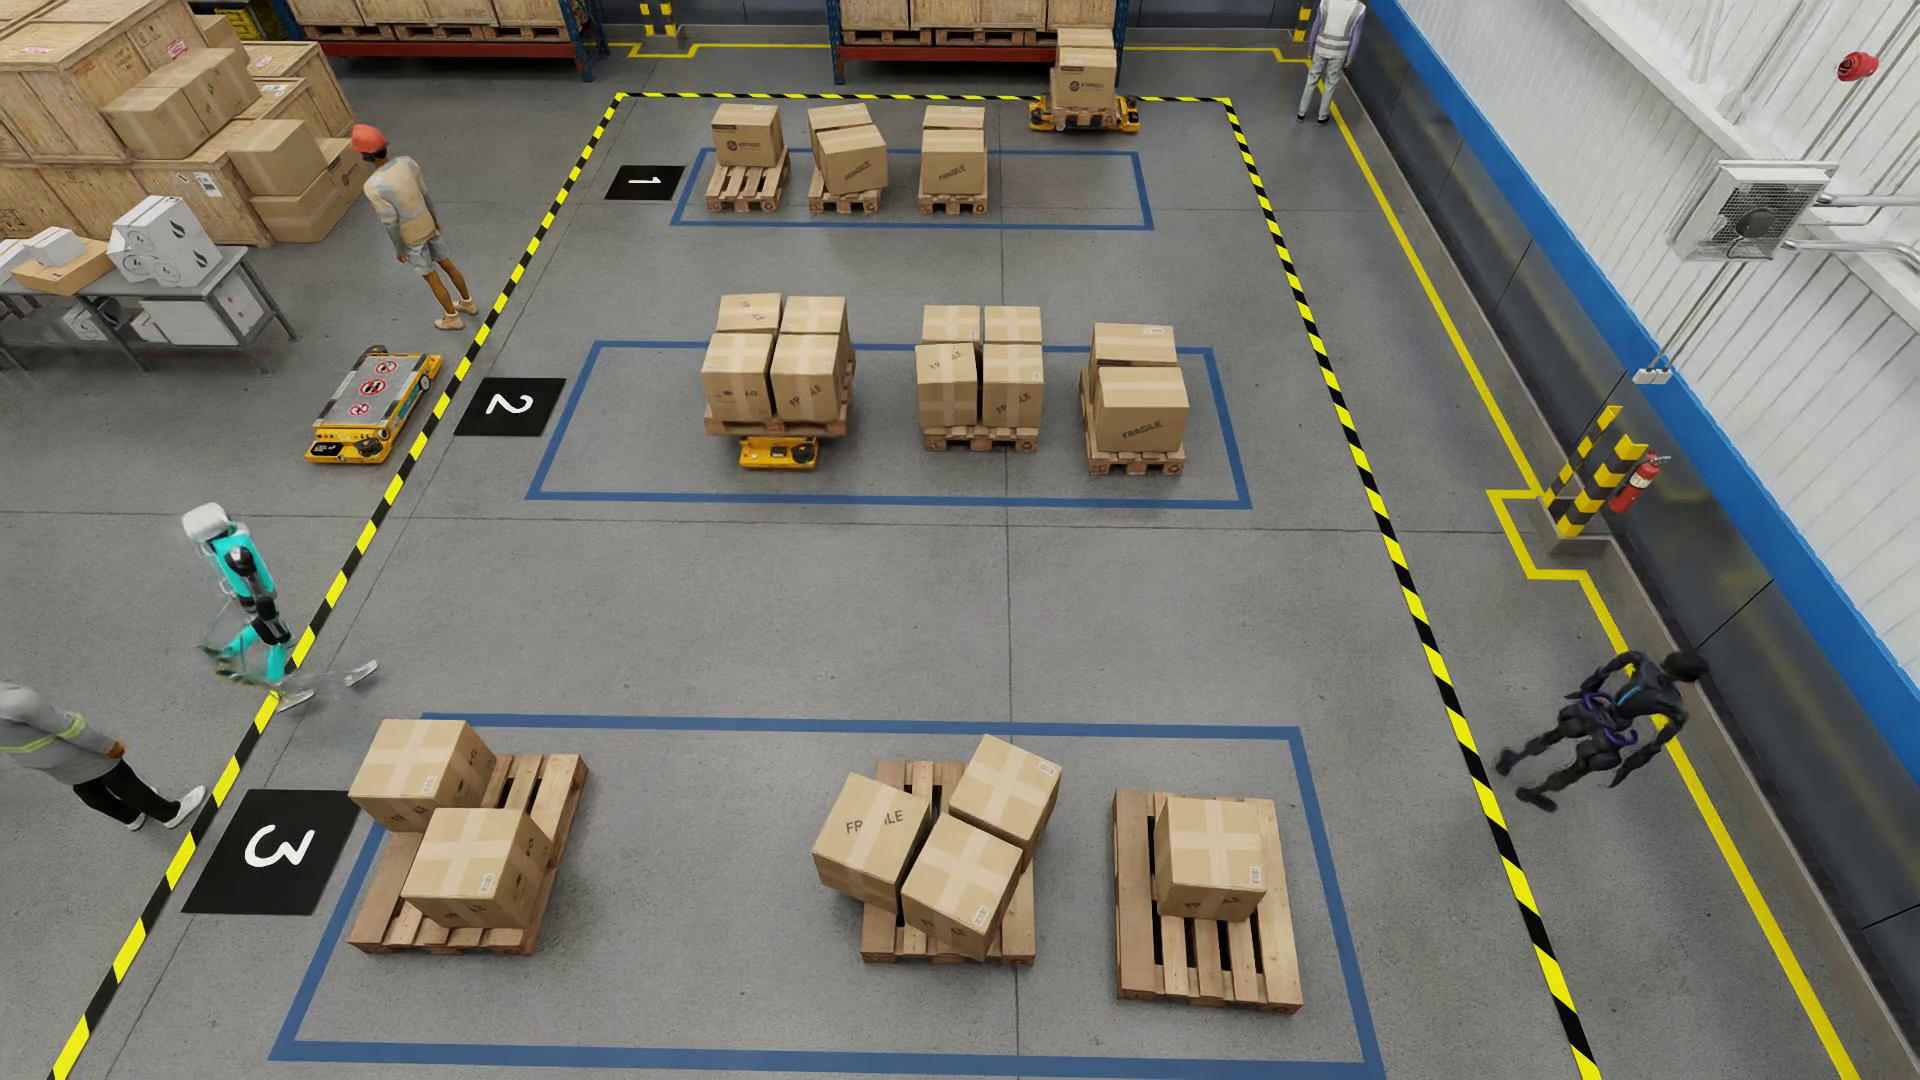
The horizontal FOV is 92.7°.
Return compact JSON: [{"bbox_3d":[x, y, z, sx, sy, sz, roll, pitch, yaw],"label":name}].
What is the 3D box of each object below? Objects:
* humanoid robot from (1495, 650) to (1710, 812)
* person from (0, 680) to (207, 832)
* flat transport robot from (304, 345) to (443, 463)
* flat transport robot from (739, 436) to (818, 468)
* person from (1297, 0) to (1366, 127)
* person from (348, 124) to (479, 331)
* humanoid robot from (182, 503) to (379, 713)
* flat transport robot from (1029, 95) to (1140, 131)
[{"bbox_3d":[3.805,1.129,5.485,0.388,1.643,0.601,-7,50,-6],"label":"humanoid robot"},{"bbox_3d":[-5.235,1.167,5.343,0.592,1.849,0.395,1,50,1],"label":"person"},{"bbox_3d":[-5.383,-1.269,8.441,0.659,0.231,1.431,1,50,1],"label":"flat transport robot"},{"bbox_3d":[-1.583,-1.230,8.390,0.652,0.197,1.431,1,50,1],"label":"flat transport robot"},{"bbox_3d":[4.700,-6.202,11.588,0.600,1.831,0.404,23,53,18],"label":"person"},{"bbox_3d":[-5.162,-2.918,8.673,0.366,2.048,0.606,12,51,10],"label":"person"},{"bbox_3d":[-4.624,0.565,5.917,0.902,1.744,0.545,-36,59,-27],"label":"humanoid robot"},{"bbox_3d":[1.641,-5.679,12.154,1.431,0.197,0.652,1,50,1],"label":"flat transport robot"}]
